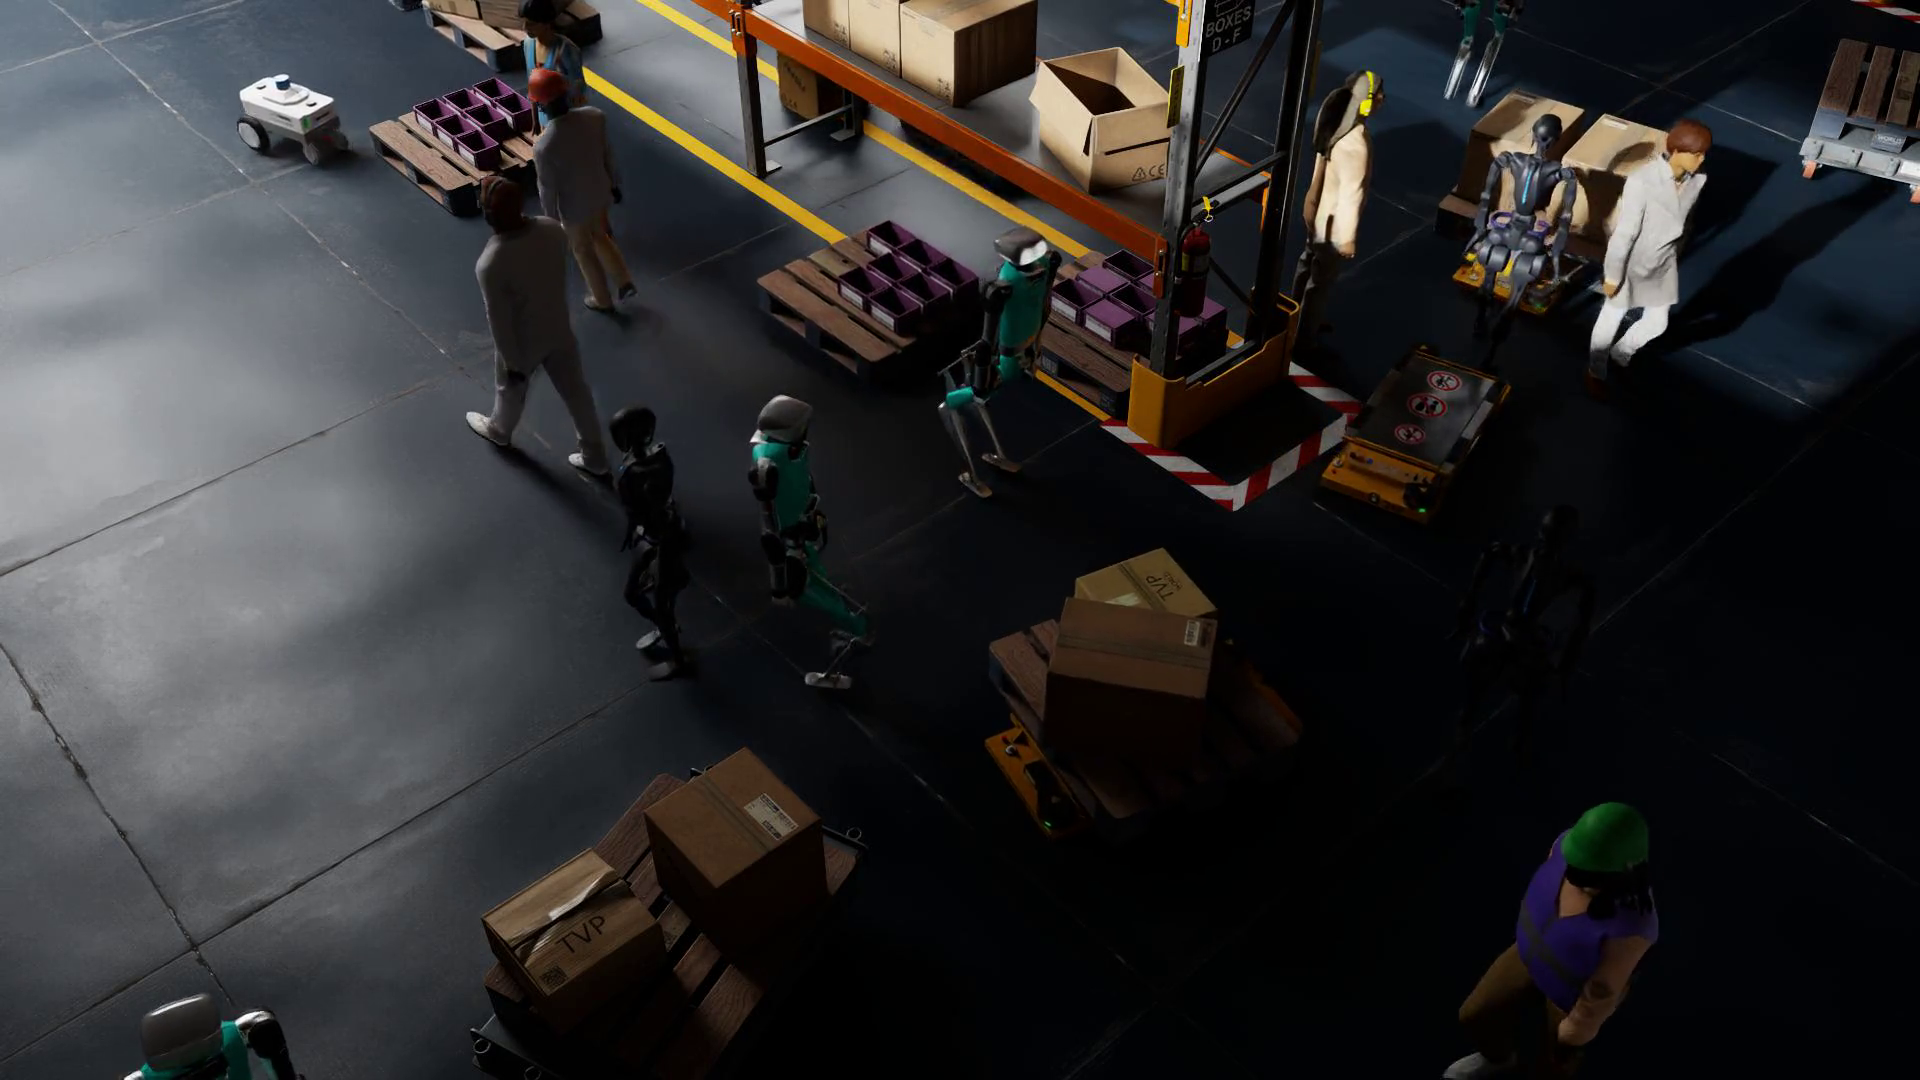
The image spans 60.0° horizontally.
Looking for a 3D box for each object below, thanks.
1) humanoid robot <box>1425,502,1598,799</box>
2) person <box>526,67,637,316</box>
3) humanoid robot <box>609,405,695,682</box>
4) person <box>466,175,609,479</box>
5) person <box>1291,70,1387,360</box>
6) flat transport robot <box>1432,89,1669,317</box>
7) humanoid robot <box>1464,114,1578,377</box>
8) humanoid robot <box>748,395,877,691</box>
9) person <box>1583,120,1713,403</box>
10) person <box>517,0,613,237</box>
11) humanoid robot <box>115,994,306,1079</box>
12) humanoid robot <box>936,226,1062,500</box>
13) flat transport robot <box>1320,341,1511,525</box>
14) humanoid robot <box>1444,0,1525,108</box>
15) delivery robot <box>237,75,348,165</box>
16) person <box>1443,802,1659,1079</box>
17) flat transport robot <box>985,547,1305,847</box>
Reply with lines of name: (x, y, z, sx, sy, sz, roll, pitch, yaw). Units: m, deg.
humanoid robot: (2.493, 0.512, 7.536, 0.608, 1.637, 0.670, 19, 46, 19)
person: (-2.377, -2.132, 10.329, 0.392, 1.726, 0.577, 26, 49, 26)
humanoid robot: (-1.472, 0.044, 8.007, 0.323, 1.654, 0.598, -20, 46, -20)
person: (-2.428, -1.193, 9.220, 0.992, 1.850, 0.663, 23, 47, 23)
person: (2.257, -1.958, 10.051, 0.392, 1.869, 0.554, 0, 43, 0)
flat transport robot: (3.946, -2.006, 11.277, 0.659, 0.231, 1.431, 27, 49, 26)
humanoid robot: (3.374, -1.816, 10.041, 0.590, 1.632, 0.692, 21, 46, 21)
humanoid robot: (-0.613, 0.146, 7.924, 0.694, 1.887, 0.551, 10, 43, 10)
person: (3.978, -1.609, 9.707, 0.543, 1.819, 0.407, -6, 43, -7)
person: (-2.636, -2.766, 11.005, 0.504, 1.756, 0.326, 23, 47, 23)
humanoid robot: (-2.303, 2.237, 5.571, 0.542, 1.729, 1.003, -27, 49, -26)
humanoid robot: (0.134, -1.009, 9.068, 0.744, 1.729, 0.530, 31, 51, 29)
flat transport robot: (2.714, -0.660, 9.813, 0.659, 0.231, 1.431, 23, 47, 23)
humanoid robot: (3.993, -4.064, 12.480, 0.542, 1.871, 0.668, 19, 46, 19)
delivery robot: (-4.968, -3.153, 12.318, 0.775, 0.601, 0.499, 22, 47, 22)
person: (2.185, 1.614, 6.122, 0.534, 1.914, 0.537, -16, 45, -16)
flat transport robot: (0.903, 0.931, 8.082, 1.431, 0.231, 0.659, -19, 46, -20)
